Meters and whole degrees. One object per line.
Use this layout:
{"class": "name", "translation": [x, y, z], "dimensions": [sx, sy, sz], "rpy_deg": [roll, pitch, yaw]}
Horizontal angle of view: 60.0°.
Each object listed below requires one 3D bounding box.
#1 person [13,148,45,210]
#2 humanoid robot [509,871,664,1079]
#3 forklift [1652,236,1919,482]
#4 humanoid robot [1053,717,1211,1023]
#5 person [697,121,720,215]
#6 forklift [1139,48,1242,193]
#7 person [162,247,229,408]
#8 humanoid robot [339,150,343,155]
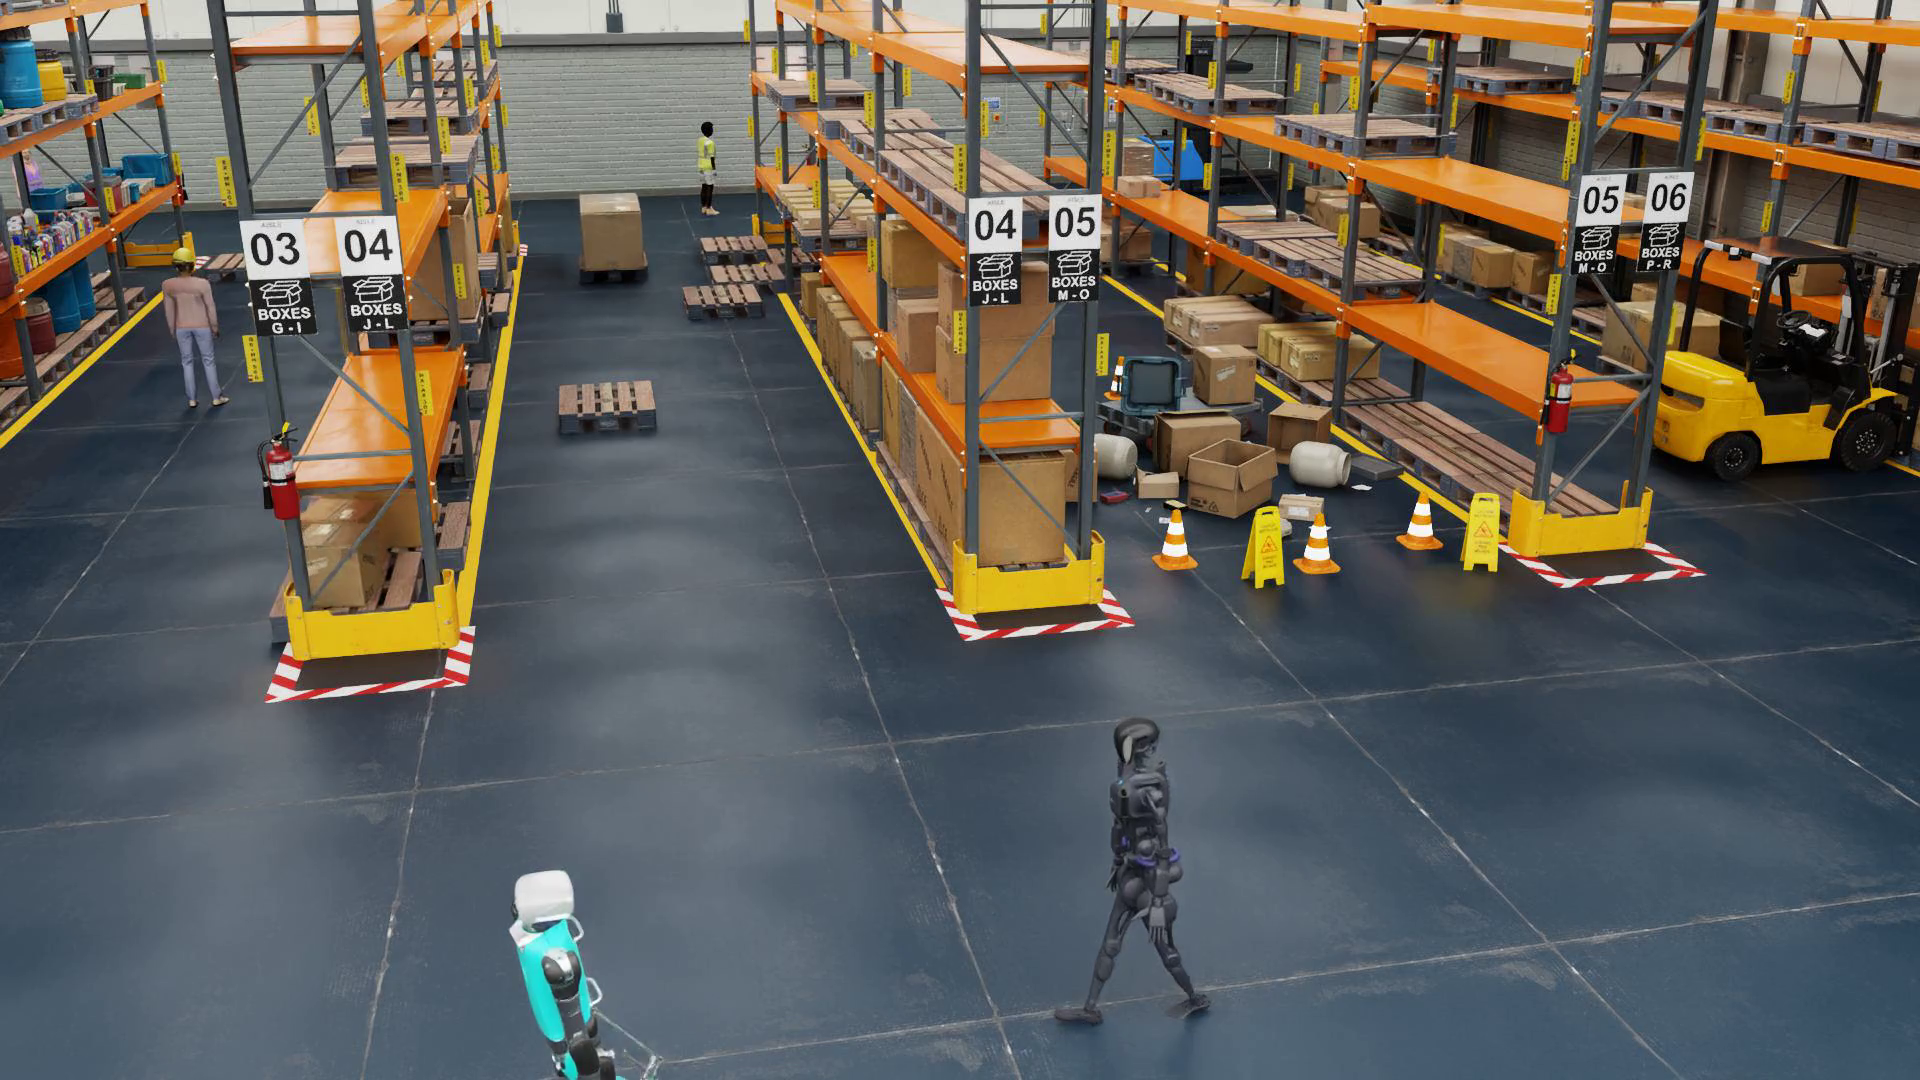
{"class": "person", "translation": [-15.227, -5.622, 27.296], "dimensions": [0.362, 1.692, 0.493], "rpy_deg": [7, 22, 19]}
{"class": "humanoid robot", "translation": [-1.281, 2.064, 6.630], "dimensions": [0.887, 1.834, 0.554], "rpy_deg": [-11, 23, -28]}
{"class": "forklift", "translation": [8.013, -1.814, 16.330], "dimensions": [2.313, 2.155, 1.214], "rpy_deg": [-4, 21, -12]}
{"class": "humanoid robot", "translation": [0.860, 1.614, 7.918], "dimensions": [0.792, 1.624, 0.618], "rpy_deg": [-6, 21, -16]}
{"class": "person", "translation": [-4.627, -6.813, 30.508], "dimensions": [0.322, 1.688, 0.534], "rpy_deg": [-14, 25, -33]}
{"class": "forklift", "translation": [4.566, -8.313, 32.860], "dimensions": [1.873, 2.768, 1.129], "rpy_deg": [-4, 21, -12]}
{"class": "person", "translation": [-8.455, -2.338, 18.350], "dimensions": [0.527, 1.765, 0.325], "rpy_deg": [-3, 21, -8]}
{"class": "humanoid robot", "translation": [-9.990, -5.559, 27.214], "dimensions": [0.756, 1.630, 0.607], "rpy_deg": [2, 20, 6]}
